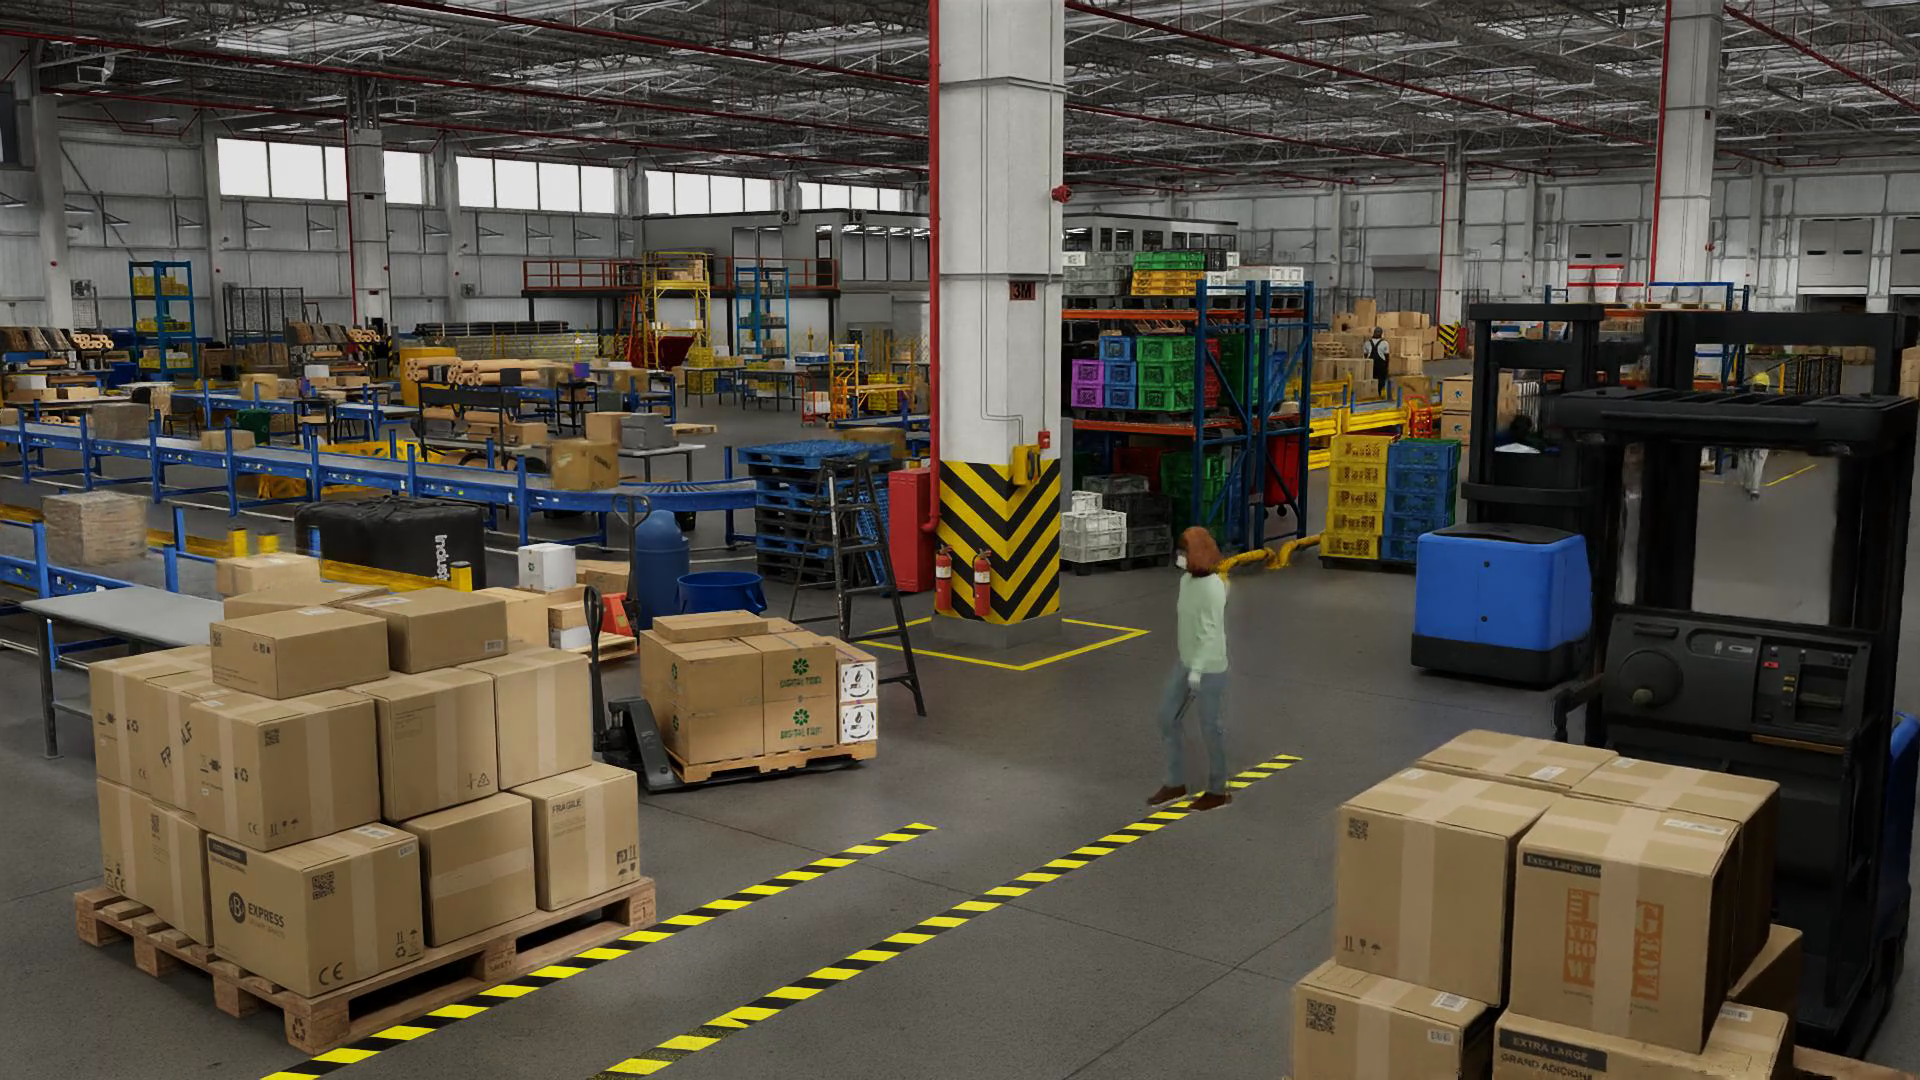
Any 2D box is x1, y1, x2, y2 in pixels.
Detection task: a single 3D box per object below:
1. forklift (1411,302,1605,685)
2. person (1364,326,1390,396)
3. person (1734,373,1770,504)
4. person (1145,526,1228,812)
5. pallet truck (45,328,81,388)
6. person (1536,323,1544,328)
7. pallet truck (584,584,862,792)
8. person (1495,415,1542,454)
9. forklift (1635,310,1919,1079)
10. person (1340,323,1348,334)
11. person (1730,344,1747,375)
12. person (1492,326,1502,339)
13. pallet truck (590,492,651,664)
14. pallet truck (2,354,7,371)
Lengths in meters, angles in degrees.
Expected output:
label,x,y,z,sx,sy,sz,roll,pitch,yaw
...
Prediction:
label,x,y,z,sx,sy,sz,roll,pitch,yaw
forklift,4.379,-0.438,12.852,1.129,2.768,1.873,7,11,37
person,10.898,-4.547,43.366,0.684,2.000,0.538,6,10,35
person,11.099,-1.417,23.102,0.605,1.788,0.902,7,11,37
person,1.265,0.728,9.225,0.561,1.612,0.503,-3,9,-21
pallet truck,-23.775,-4.544,43.495,1.885,1.965,0.823,6,10,35
person,17.097,-5.384,49.057,0.412,2.034,0.656,-1,8,-4
pallet truck,-1.426,0.805,10.019,1.601,1.201,0.680,-4,9,-26
person,5.641,-0.443,16.962,0.785,1.673,0.537,-8,12,-43
forklift,3.212,0.471,6.722,1.129,2.768,1.873,6,11,37
person,14.253,-7.096,61.356,0.877,1.811,0.621,-2,9,-13
person,27.603,-6.809,58.977,0.353,1.936,0.637,-5,10,-30
person,18.420,-6.481,57.287,0.886,1.786,0.668,3,9,17
pallet truck,-3.115,0.344,12.883,0.653,1.274,1.630,7,11,37
pallet truck,-24.881,-4.417,42.634,1.885,1.965,0.823,8,11,41
